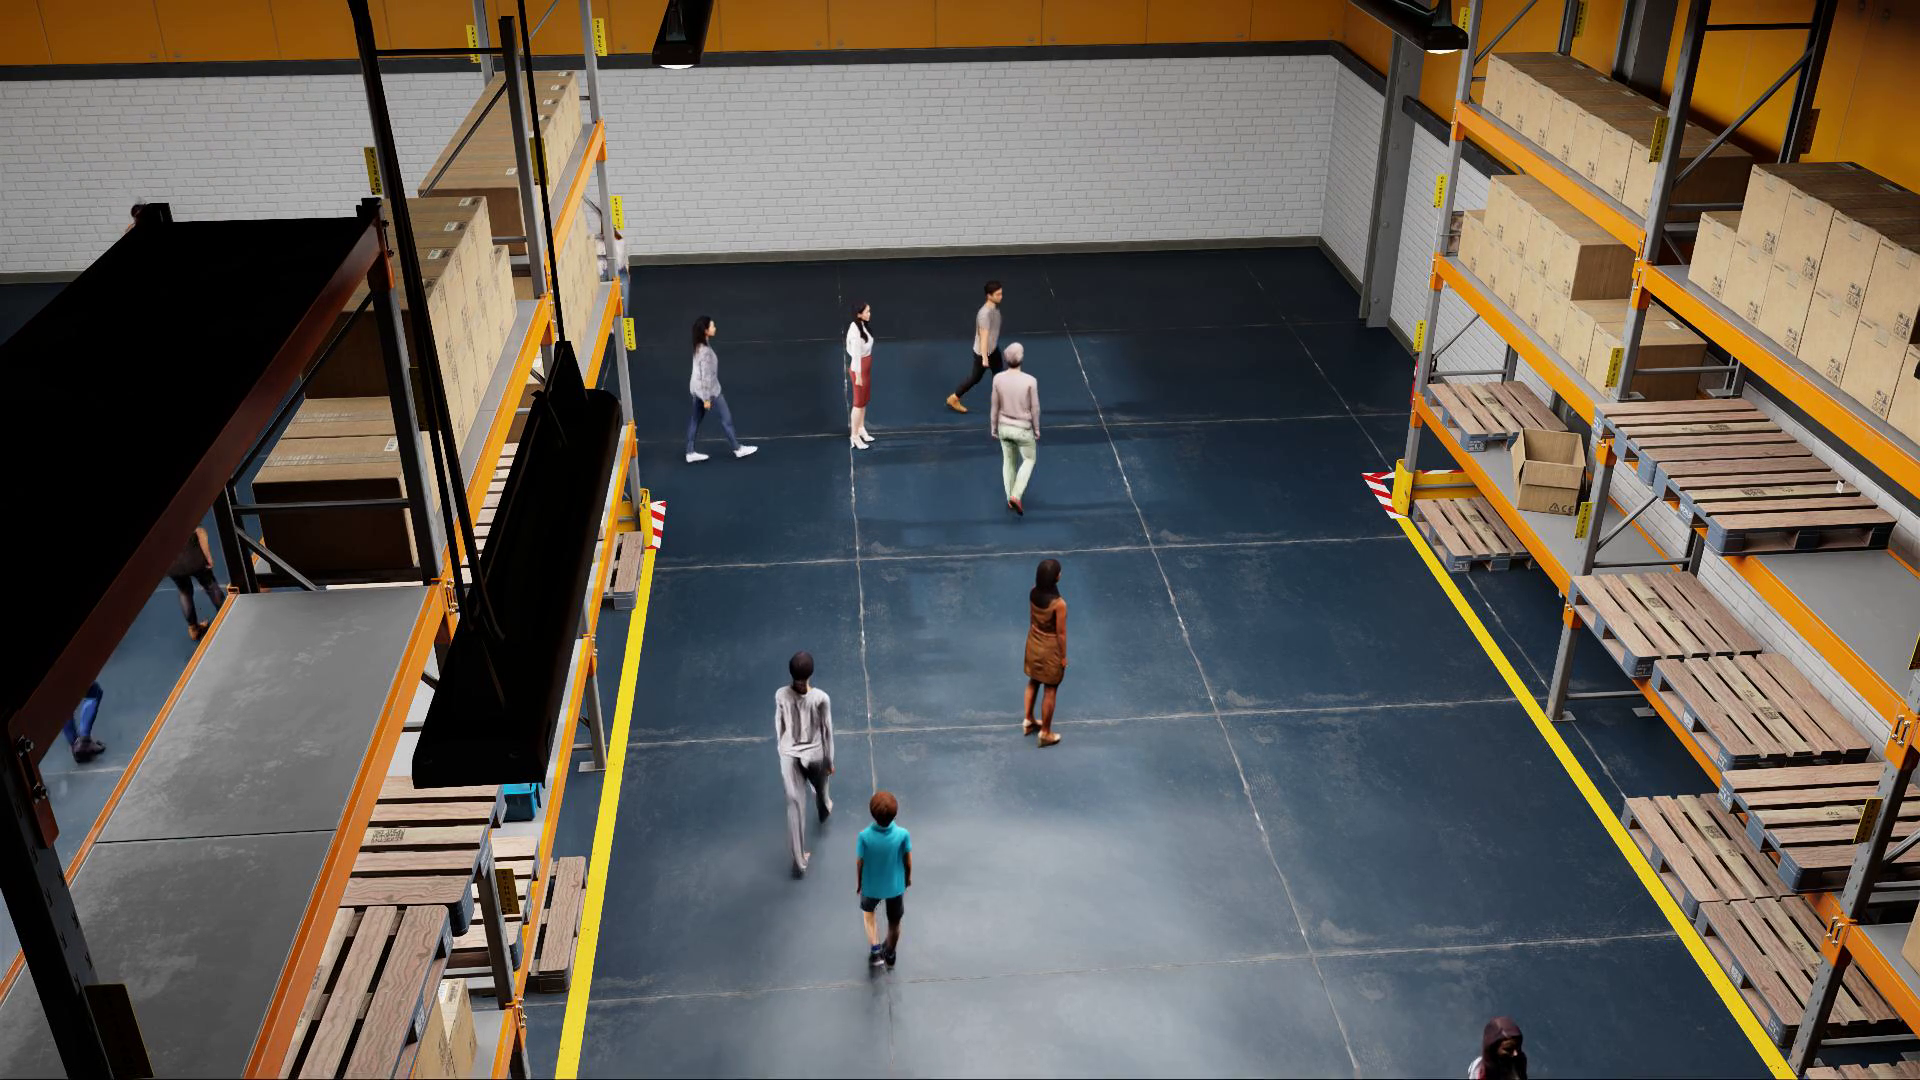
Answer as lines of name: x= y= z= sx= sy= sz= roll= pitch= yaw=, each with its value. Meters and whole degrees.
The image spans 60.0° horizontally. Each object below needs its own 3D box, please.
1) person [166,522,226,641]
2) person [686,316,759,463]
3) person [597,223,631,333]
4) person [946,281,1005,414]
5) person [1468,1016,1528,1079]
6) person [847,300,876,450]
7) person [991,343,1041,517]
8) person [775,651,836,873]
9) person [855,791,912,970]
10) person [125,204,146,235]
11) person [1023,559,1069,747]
person: x=-7.039 y=0.167 z=15.027 sx=0.693 sy=1.696 sz=0.665 roll=-3 pitch=29 yaw=-5
person: x=-2.887 y=-1.626 z=18.309 sx=0.908 sy=1.701 sz=1.046 roll=-12 pitch=31 yaw=-21
person: x=-4.480 y=-3.365 z=21.499 sx=0.832 sy=1.699 sz=1.168 roll=-12 pitch=31 yaw=-21
person: x=0.220 y=-2.234 z=19.444 sx=1.052 sy=1.683 sz=1.164 roll=10 pitch=30 yaw=17
person: x=2.928 y=3.278 z=9.423 sx=0.694 sy=1.602 sz=0.700 roll=-16 pitch=32 yaw=-27
person: x=-1.116 y=-1.875 z=18.716 sx=0.690 sy=1.749 sz=0.523 roll=4 pitch=29 yaw=7
person: x=0.561 y=-1.091 z=17.164 sx=0.895 sy=1.859 sz=1.043 roll=9 pitch=30 yaw=16
person: x=-1.171 y=1.658 z=12.267 sx=0.788 sy=1.723 sz=1.150 roll=4 pitch=29 yaw=7
person: x=-0.515 y=2.354 z=11.283 sx=0.542 sy=1.444 sz=0.548 roll=-4 pitch=29 yaw=-6
person: x=-10.617 y=-3.555 z=21.828 sx=0.930 sy=1.719 sz=1.248 roll=-15 pitch=32 yaw=-26
person: x=0.707 y=0.911 z=13.677 sx=0.701 sy=1.683 sz=0.607 roll=-21 pitch=35 yaw=-33
